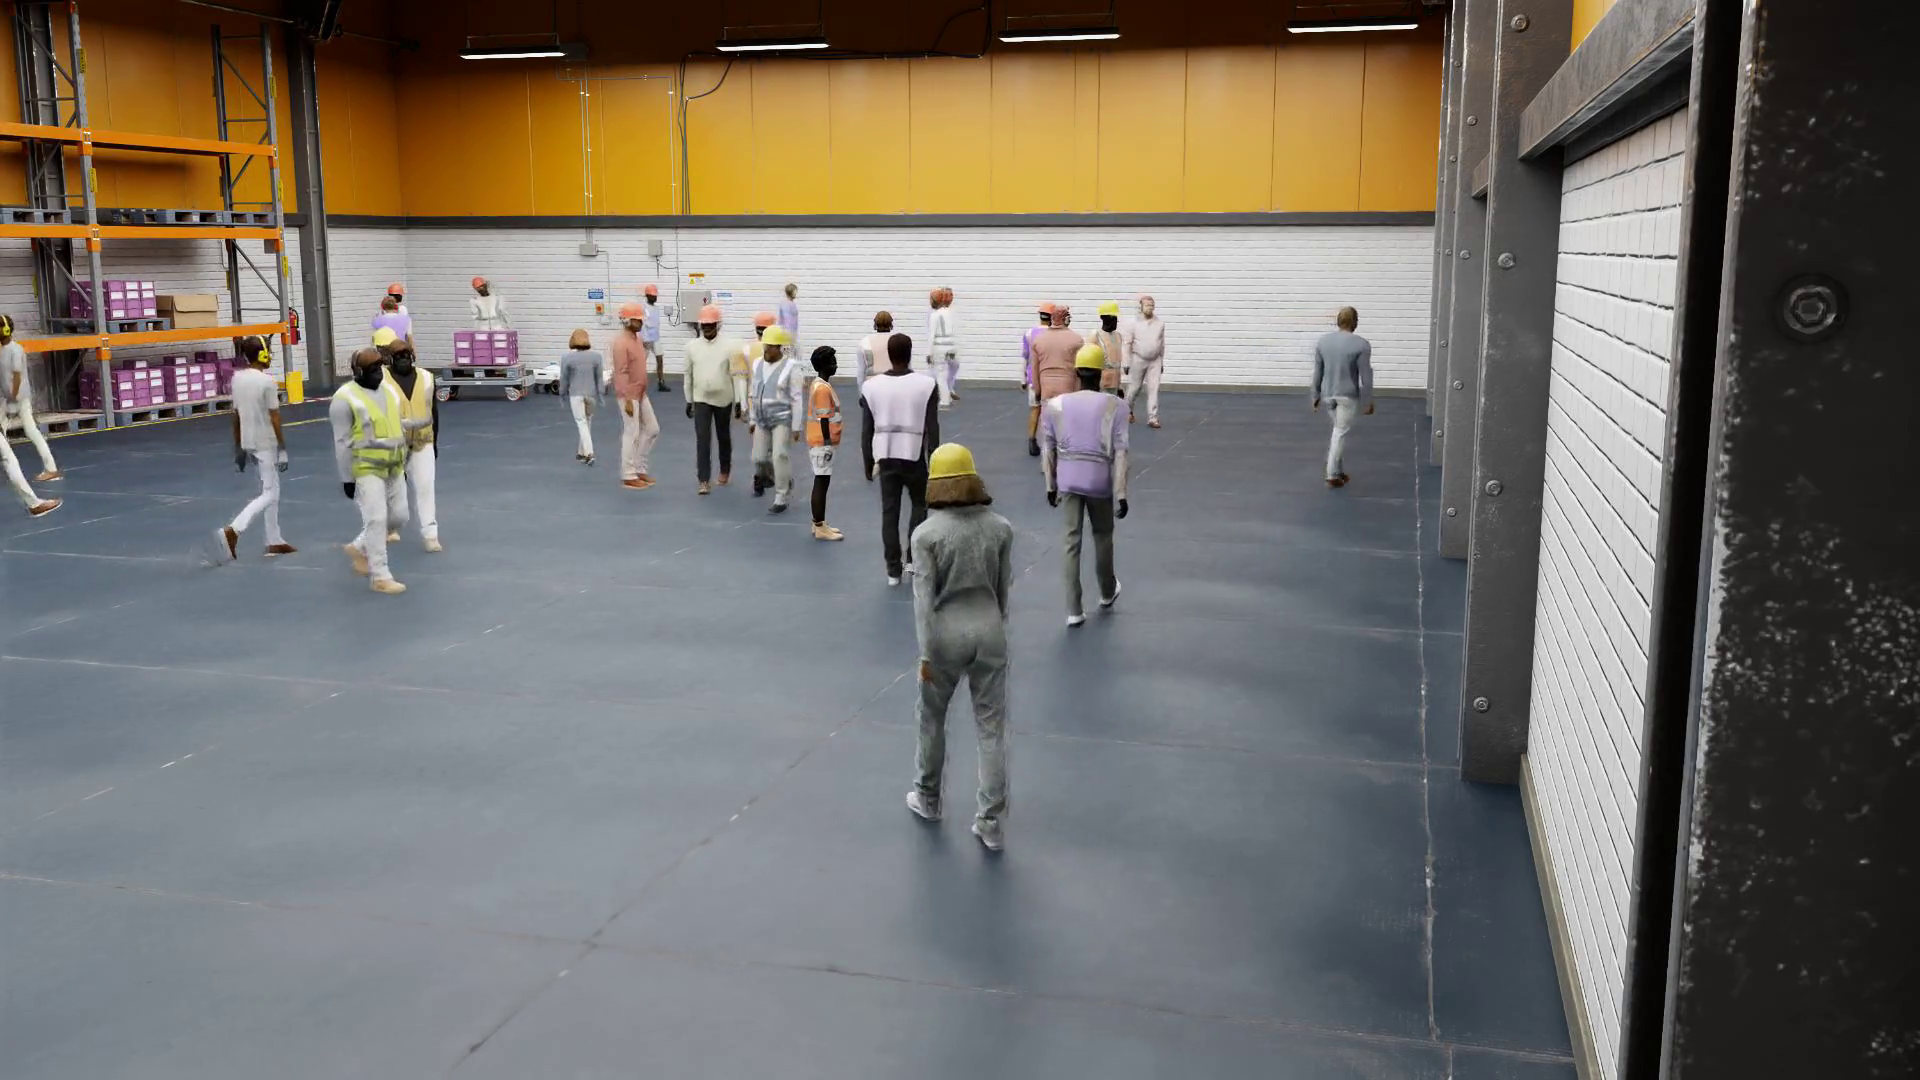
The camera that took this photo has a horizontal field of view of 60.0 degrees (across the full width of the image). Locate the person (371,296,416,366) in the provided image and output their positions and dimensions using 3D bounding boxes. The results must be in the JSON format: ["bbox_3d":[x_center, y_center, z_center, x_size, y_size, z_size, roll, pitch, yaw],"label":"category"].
[{"bbox_3d":[-8.473,-2.726,24.822,0.600,1.807,0.881,-5,11,-24],"label":"person"}]

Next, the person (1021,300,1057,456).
[{"bbox_3d":[1.047,-1.974,20.361,0.599,1.900,0.650,4,11,23],"label":"person"}]

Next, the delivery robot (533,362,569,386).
[{"bbox_3d":[-7.043,-2.851,28.833,0.707,0.478,0.477,5,11,26],"label":"delivery robot"}]

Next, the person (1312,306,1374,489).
[{"bbox_3d":[4.117,-1.514,17.652,0.717,1.915,0.655,-9,13,-41],"label":"person"}]

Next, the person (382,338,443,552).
[{"bbox_3d":[-4.736,-0.823,14.136,0.627,1.798,0.969,-7,12,-34],"label":"person"}]

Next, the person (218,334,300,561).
[{"bbox_3d":[-5.743,-0.737,13.515,0.543,1.844,0.754,6,12,30],"label":"person"}]

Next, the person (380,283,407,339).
[{"bbox_3d":[-9.363,-3.299,27.719,0.542,1.939,0.365,5,11,25],"label":"person"}]

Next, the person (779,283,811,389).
[{"bbox_3d":[-3.100,-3.625,29.690,0.856,1.902,0.633,2,10,10],"label":"person"}]

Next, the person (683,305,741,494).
[{"bbox_3d":[-2.584,-1.490,17.475,0.633,1.947,1.016,0,10,0],"label":"person"}]

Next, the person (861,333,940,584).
[{"bbox_3d":[-0.443,-0.627,12.704,0.615,1.897,0.603,1,10,8],"label":"person"}]

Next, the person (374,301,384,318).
[{"bbox_3d":[-10.077,-3.444,29.391,0.521,1.638,0.311,-3,10,-17],"label":"person"}]

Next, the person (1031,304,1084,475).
[{"bbox_3d":[1.117,-1.660,18.528,0.643,1.909,0.400,5,11,28],"label":"person"}]

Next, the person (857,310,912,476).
[{"bbox_3d":[-0.837,-1.628,18.531,0.627,1.846,0.429,-1,10,-5],"label":"person"}]

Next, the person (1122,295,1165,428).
[{"bbox_3d":[2.608,-2.552,23.671,0.653,1.877,0.866,-3,10,-14],"label":"person"}]

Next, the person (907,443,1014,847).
[{"bbox_3d":[-0.004,0.434,7.258,0.495,1.703,0.789,-3,11,-18],"label":"person"}]

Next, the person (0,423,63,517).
[{"bbox_3d":[-8.965,-1.066,15.424,0.515,1.822,0.969,8,13,37],"label":"person"}]

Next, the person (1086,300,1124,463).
[{"bbox_3d":[1.702,-1.811,19.320,0.360,1.930,0.587,8,13,40],"label":"person"}]

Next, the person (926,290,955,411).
[{"bbox_3d":[-0.319,-2.938,25.873,0.445,1.865,0.596,6,12,29],"label":"person"}]

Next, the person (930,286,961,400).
[{"bbox_3d":[-0.228,-3.241,27.541,0.609,1.885,0.659,4,11,20],"label":"person"}]

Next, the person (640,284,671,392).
[{"bbox_3d":[-5.525,-3.575,29.394,0.917,1.910,0.540,8,13,37],"label":"person"}]

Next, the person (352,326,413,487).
[{"bbox_3d":[-5.363,-1.092,15.565,0.605,1.819,0.610,-4,11,-23],"label":"person"}]

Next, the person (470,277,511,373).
[{"bbox_3d":[-8.690,-3.873,30.846,0.725,1.985,0.450,-2,10,-10],"label":"person"}]

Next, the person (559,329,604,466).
[{"bbox_3d":[-4.425,-1.680,19.520,0.510,1.597,0.832,-6,12,-32],"label":"person"}]

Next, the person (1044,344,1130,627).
[{"bbox_3d":[0.887,-0.394,11.411,0.617,1.880,0.945,3,10,16],"label":"person"}]

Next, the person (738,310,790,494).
[{"bbox_3d":[-2.041,-1.436,17.314,0.545,1.908,0.901,1,10,6],"label":"person"}]

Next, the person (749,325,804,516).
[{"bbox_3d":[-1.739,-1.149,15.891,0.611,1.812,0.494,6,12,31],"label":"person"}]

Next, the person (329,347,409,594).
[{"bbox_3d":[-4.369,-0.519,12.298,0.584,1.821,0.640,5,11,24],"label":"person"}]

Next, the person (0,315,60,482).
[{"bbox_3d":[-10.225,-1.492,17.824,0.564,1.820,0.969,8,13,40],"label":"person"}]

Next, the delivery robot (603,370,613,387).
[{"bbox_3d":[-6.343,-2.808,28.593,0.707,0.478,0.477,0,10,-1],"label":"delivery robot"}]

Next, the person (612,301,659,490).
[{"bbox_3d":[-3.394,-1.514,17.481,0.502,1.975,0.665,1,10,8],"label":"person"}]

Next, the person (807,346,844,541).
[{"bbox_3d":[-1.177,-0.843,14.500,0.315,1.696,0.541,-2,10,-9],"label":"person"}]
